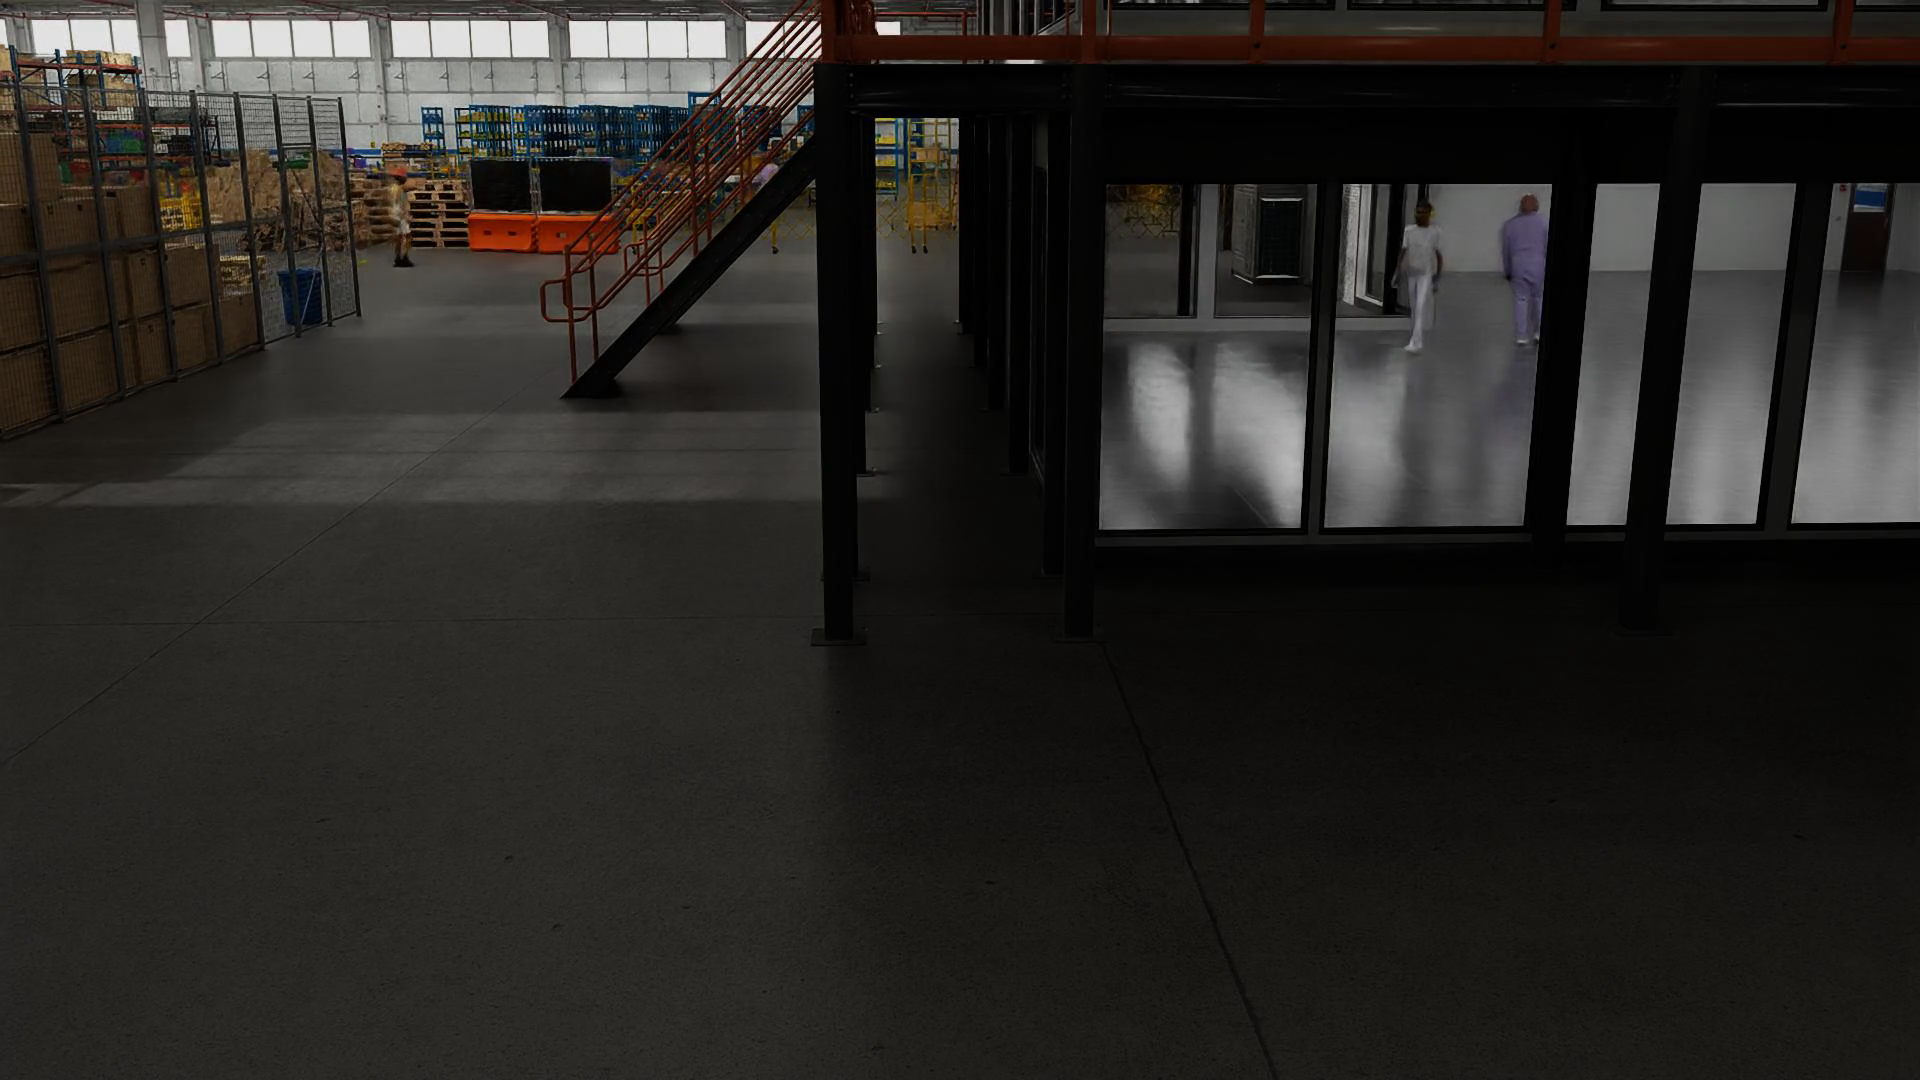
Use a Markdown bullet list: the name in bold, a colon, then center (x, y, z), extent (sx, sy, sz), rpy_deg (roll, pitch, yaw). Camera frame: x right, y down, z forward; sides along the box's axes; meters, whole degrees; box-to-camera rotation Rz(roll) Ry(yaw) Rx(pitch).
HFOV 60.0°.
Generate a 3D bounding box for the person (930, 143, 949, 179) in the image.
- **person**: center (-1.072, -19.319, 84.737), extent (0.932, 1.809, 0.586), rpy_deg (-2, 14, -6)

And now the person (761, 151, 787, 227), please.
- **person**: center (-5.061, -9.542, 45.227), extent (0.643, 2.009, 0.908), rpy_deg (8, 16, 29)

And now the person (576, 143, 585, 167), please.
- **person**: center (-19.148, -19.144, 84.028), extent (0.412, 1.820, 0.606), rpy_deg (-10, 17, -35)

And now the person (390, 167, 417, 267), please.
- **person**: center (-10.791, -6.253, 32.286), extent (0.581, 1.911, 0.553), rpy_deg (-4, 15, -16)

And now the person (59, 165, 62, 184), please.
- **person**: center (-31.235, -12.400, 57.445), extent (0.287, 1.626, 0.497), rpy_deg (7, 16, 25)

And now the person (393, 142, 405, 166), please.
- **person**: center (-24.784, -16.621, 73.661), extent (0.409, 1.943, 0.614), rpy_deg (7, 15, 24)

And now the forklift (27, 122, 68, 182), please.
- **forklift**: center (-35.376, -14.773, 64.377), extent (1.129, 2.768, 1.873), rpy_deg (-1, 14, -2)
